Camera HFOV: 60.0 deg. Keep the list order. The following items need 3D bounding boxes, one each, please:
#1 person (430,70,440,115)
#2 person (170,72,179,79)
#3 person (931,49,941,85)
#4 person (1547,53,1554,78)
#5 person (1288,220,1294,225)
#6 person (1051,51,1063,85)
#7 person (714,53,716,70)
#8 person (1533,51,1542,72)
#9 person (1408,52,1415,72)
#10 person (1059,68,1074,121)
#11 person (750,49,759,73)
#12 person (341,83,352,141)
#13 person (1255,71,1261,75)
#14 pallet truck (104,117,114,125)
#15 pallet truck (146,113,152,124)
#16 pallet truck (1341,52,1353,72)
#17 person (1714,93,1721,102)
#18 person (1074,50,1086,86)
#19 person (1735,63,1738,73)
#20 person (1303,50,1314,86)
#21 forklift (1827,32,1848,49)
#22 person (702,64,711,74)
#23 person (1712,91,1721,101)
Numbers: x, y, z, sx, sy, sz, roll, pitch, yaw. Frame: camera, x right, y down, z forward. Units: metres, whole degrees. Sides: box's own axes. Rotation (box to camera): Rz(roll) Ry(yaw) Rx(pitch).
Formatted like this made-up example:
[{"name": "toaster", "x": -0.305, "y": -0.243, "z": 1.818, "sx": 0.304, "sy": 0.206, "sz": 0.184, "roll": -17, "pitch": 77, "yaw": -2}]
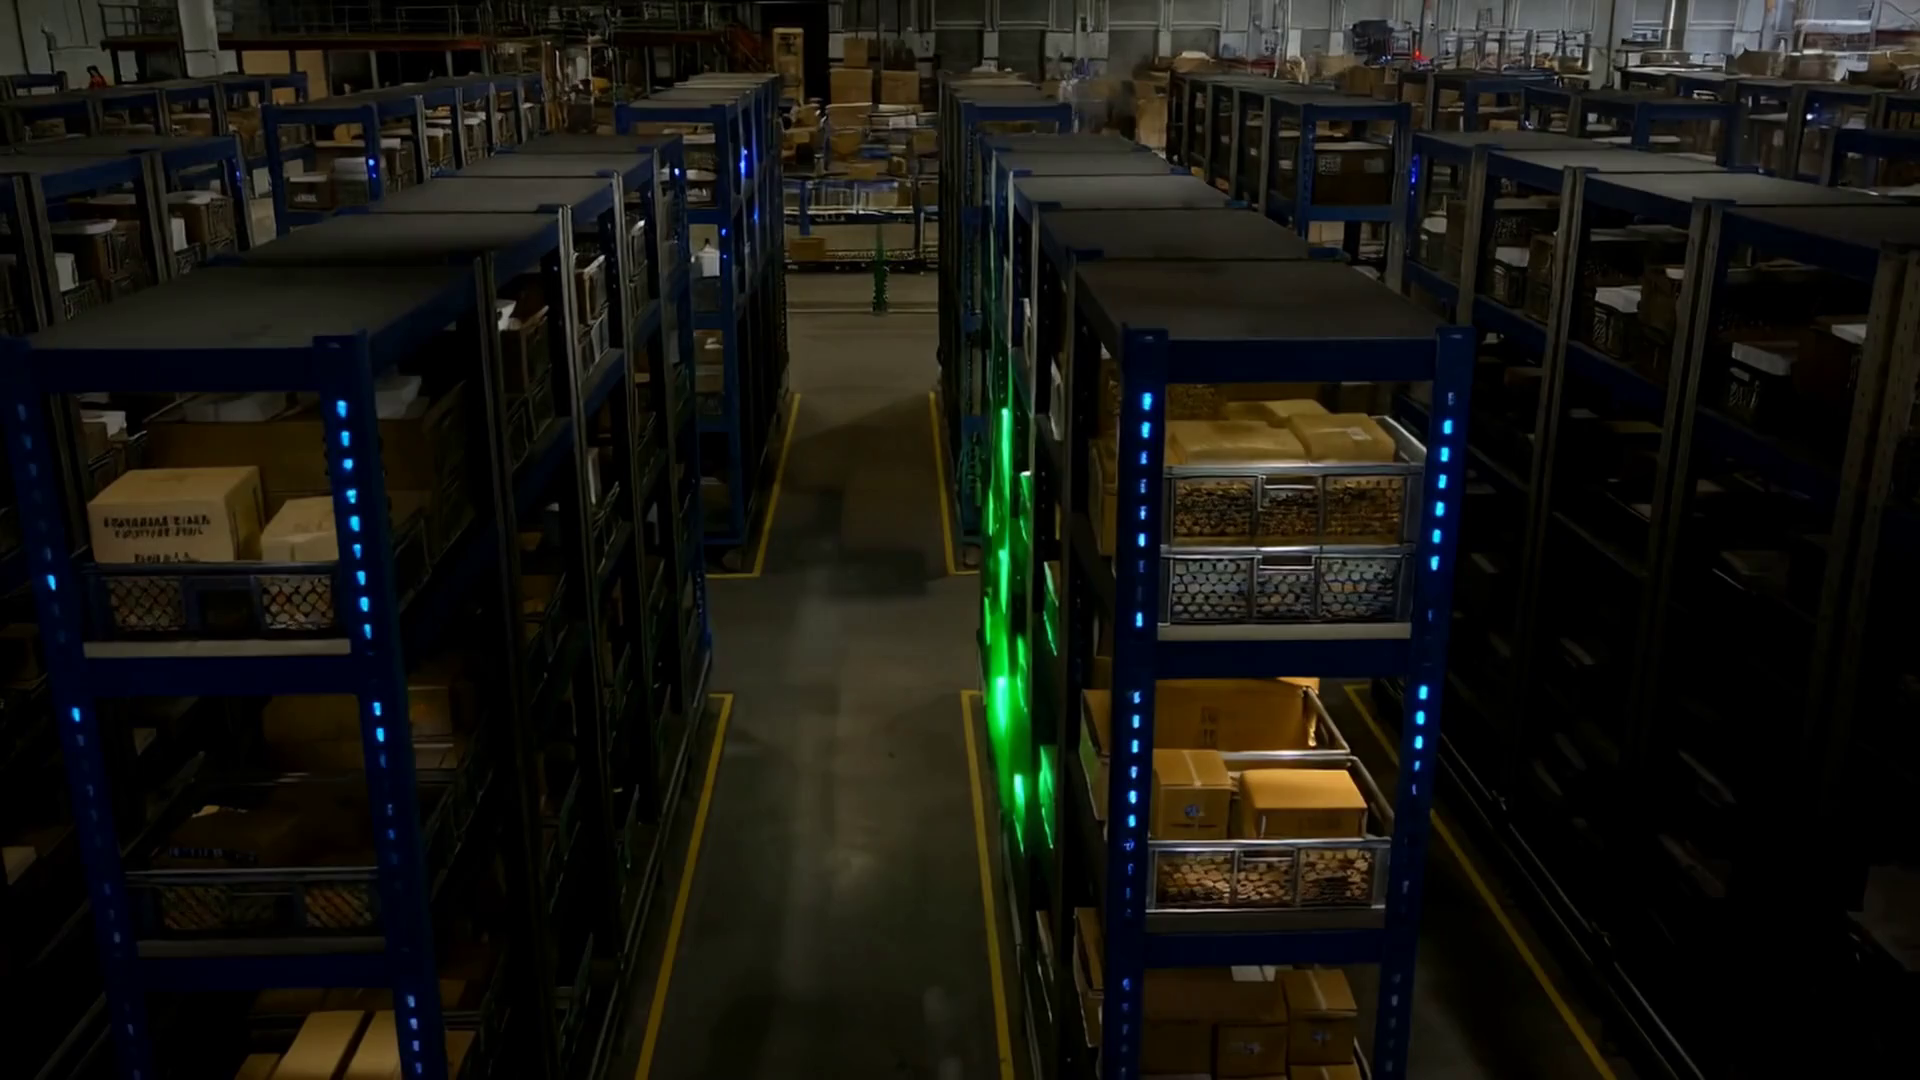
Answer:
[{"name": "person", "x": -19.449, "y": -16.491, "z": 61.853, "sx": 0.722, "sy": 1.914, "sz": 0.546, "roll": -6, "pitch": 19, "yaw": -17}, {"name": "person", "x": -28.169, "y": -15.858, "z": 59.910, "sx": 0.902, "sy": 1.885, "sz": 0.610, "roll": -9, "pitch": 20, "yaw": -26}, {"name": "person", "x": -1.286, "y": -25.444, "z": 89.522, "sx": 0.628, "sy": 1.946, "sz": 1.050, "roll": -6, "pitch": 19, "yaw": -18}, {"name": "person", "x": 31.263, "y": -24.881, "z": 88.090, "sx": 0.307, "sy": 1.738, "sz": 0.485, "roll": -1, "pitch": 18, "yaw": -2}, {"name": "person", "x": 3.816, "y": -2.770, "z": 19.394, "sx": 0.407, "sy": 1.910, "sz": 0.640, "roll": -1, "pitch": 18, "yaw": -2}, {"name": "person", "x": 5.291, "y": -25.505, "z": 89.911, "sx": 0.454, "sy": 1.807, "sz": 0.698, "roll": 7, "pitch": 19, "yaw": 21}, {"name": "person", "x": -13.501, "y": -25.858, "z": 91.175, "sx": 0.319, "sy": 1.697, "sz": 0.533, "roll": -1, "pitch": 18, "yaw": -2}, {"name": "person", "x": 30.927, "y": -25.211, "z": 88.981, "sx": 0.801, "sy": 1.811, "sz": 0.540, "roll": -14, "pitch": 23, "yaw": -37}, {"name": "person", "x": 23.248, "y": -24.187, "z": 85.740, "sx": 0.328, "sy": 1.865, "sz": 0.519, "roll": -1, "pitch": 18, "yaw": -2}, {"name": "person", "x": 3.921, "y": -16.318, "z": 61.104, "sx": 0.537, "sy": 2.000, "sz": 0.690, "roll": 3, "pitch": 18, "yaw": 8}, {"name": "person", "x": -11.162, "y": -25.837, "z": 90.757, "sx": 0.551, "sy": 1.913, "sz": 0.583, "roll": -10, "pitch": 20, "yaw": -28}, {"name": "person", "x": -19.320, "y": -13.472, "z": 52.550, "sx": 0.355, "sy": 1.883, "sz": 0.574, "roll": -1, "pitch": 18, "yaw": -2}, {"name": "person", "x": 11.086, "y": -16.321, "z": 61.319, "sx": 0.833, "sy": 1.920, "sz": 0.640, "roll": 5, "pitch": 19, "yaw": 15}, {"name": "pallet truck", "x": -18.367, "y": -7.885, "z": 35.078, "sx": 1.885, "sy": 1.965, "sz": 0.823, "roll": 1, "pitch": 18, "yaw": 2}, {"name": "pallet truck", "x": -18.087, "y": -8.309, "z": 36.390, "sx": 1.885, "sy": 1.965, "sz": 0.823, "roll": -1, "pitch": 18, "yaw": -4}, {"name": "pallet truck", "x": 18.794, "y": -23.123, "z": 82.231, "sx": 0.823, "sy": 1.965, "sz": 1.885, "roll": -13, "pitch": 22, "yaw": -35}, {"name": "person", "x": 24.070, "y": -13.486, "z": 52.572, "sx": 0.562, "sy": 1.885, "sz": 0.973, "roll": 8, "pitch": 20, "yaw": 23}, {"name": "person", "x": 6.369, "y": -25.157, "z": 88.693, "sx": 0.828, "sy": 1.888, "sz": 0.635, "roll": 1, "pitch": 18, "yaw": 4}, {"name": "person", "x": 37.524, "y": -22.302, "z": 79.916, "sx": 0.848, "sy": 1.887, "sz": 0.650, "roll": -4, "pitch": 18, "yaw": -13}, {"name": "person", "x": 17.836, "y": -24.061, "z": 85.177, "sx": 0.690, "sy": 1.971, "sz": 0.653, "roll": -3, "pitch": 18, "yaw": -9}, {"name": "forklift", "x": 46.023, "y": -25.321, "z": 87.619, "sx": 1.129, "sy": 2.768, "sz": 1.873, "roll": -1, "pitch": 18, "yaw": -2}, {"name": "person", "x": -9.850, "y": -17.458, "z": 64.641, "sx": 0.388, "sy": 2.036, "sz": 0.605, "roll": -1, "pitch": 18, "yaw": -2}, {"name": "person", "x": 26.374, "y": -15.263, "z": 58.065, "sx": 0.596, "sy": 1.901, "sz": 0.552, "roll": 5, "pitch": 19, "yaw": 16}]
